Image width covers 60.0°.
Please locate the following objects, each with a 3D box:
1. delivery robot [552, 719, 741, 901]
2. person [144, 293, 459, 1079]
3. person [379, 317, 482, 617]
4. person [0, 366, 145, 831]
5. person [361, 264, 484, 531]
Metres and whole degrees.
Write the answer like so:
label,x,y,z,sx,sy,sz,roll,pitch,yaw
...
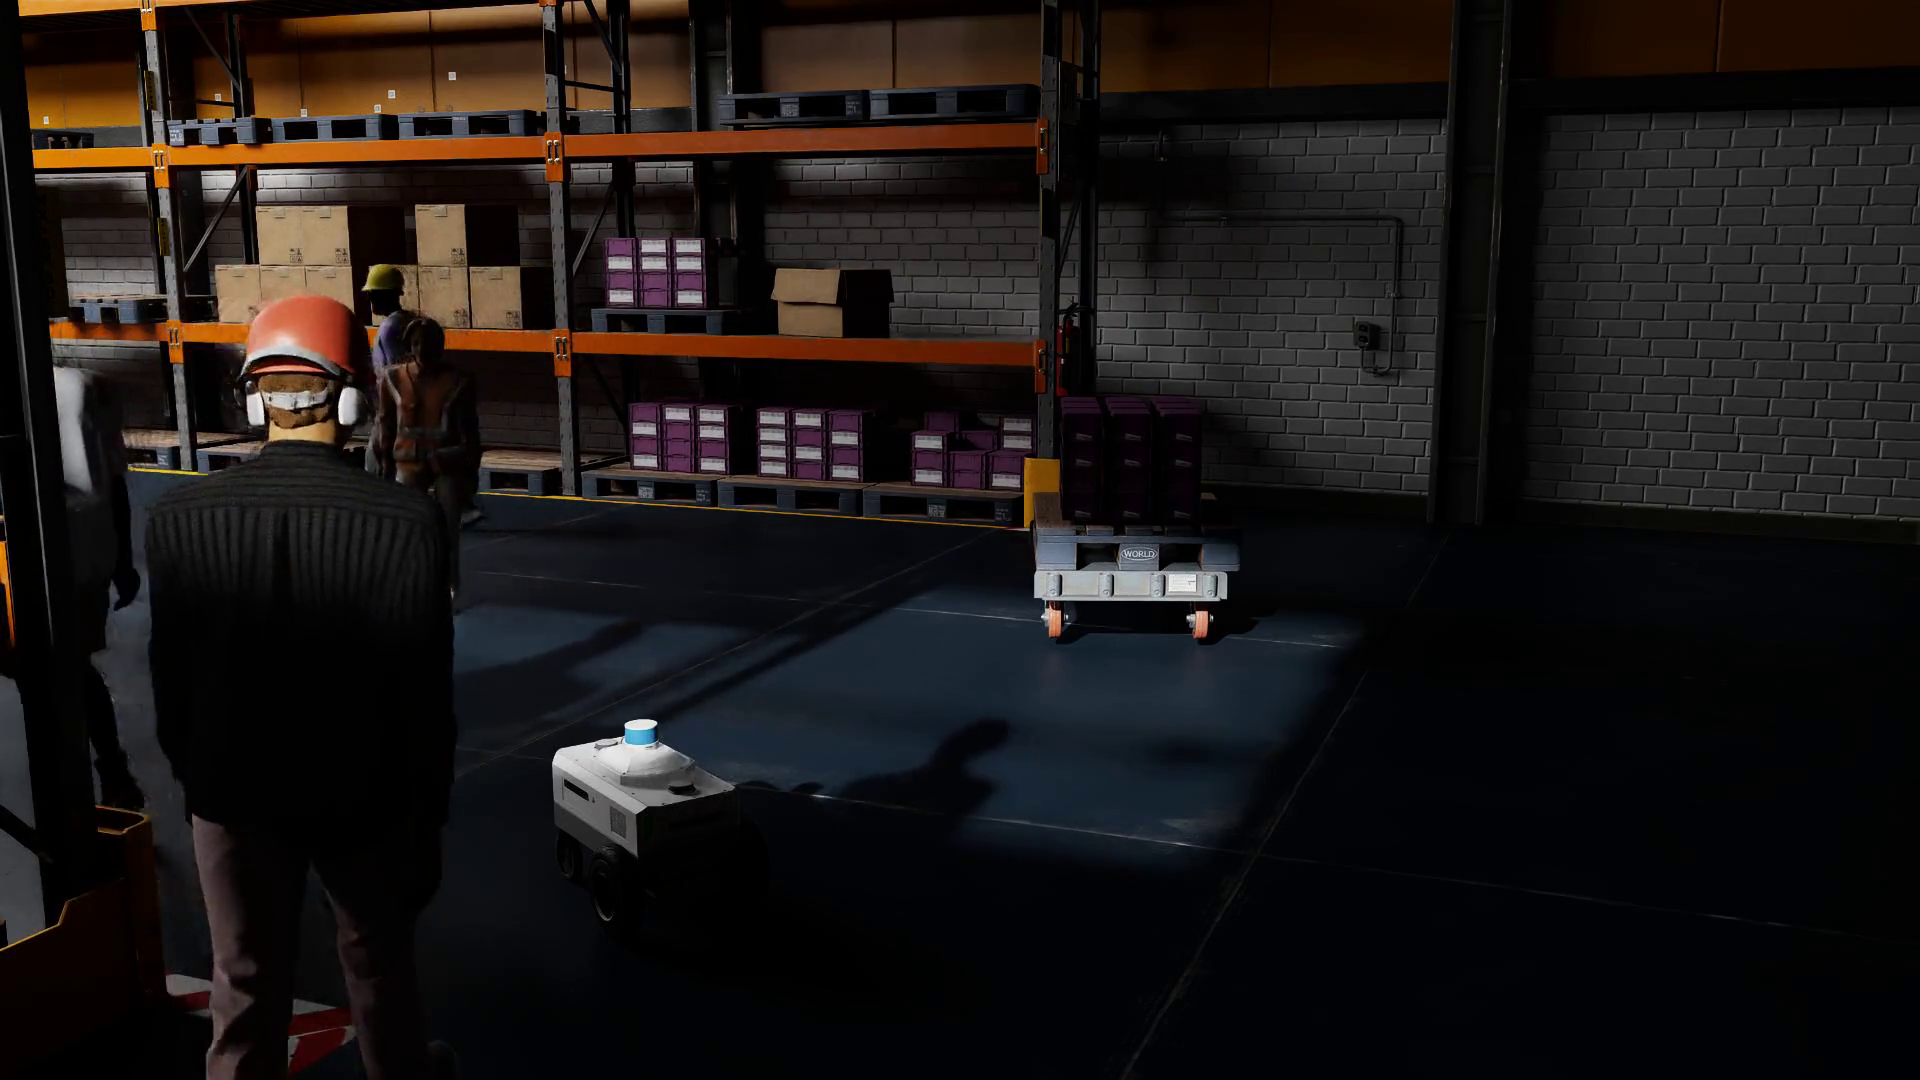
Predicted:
label,x,y,z,sx,sy,sz,roll,pitch,yaw
delivery robot,-0.973,0.795,5.109,0.477,0.478,0.707,-7,13,-36
person,-1.290,0.490,3.279,0.635,1.924,1.068,0,10,-3
person,-2.819,-0.371,8.867,0.538,1.623,0.382,-1,10,-7
person,-3.006,0.085,5.446,0.417,1.943,0.634,6,12,28
person,-3.810,-0.955,11.441,0.988,1.882,0.589,0,10,2
